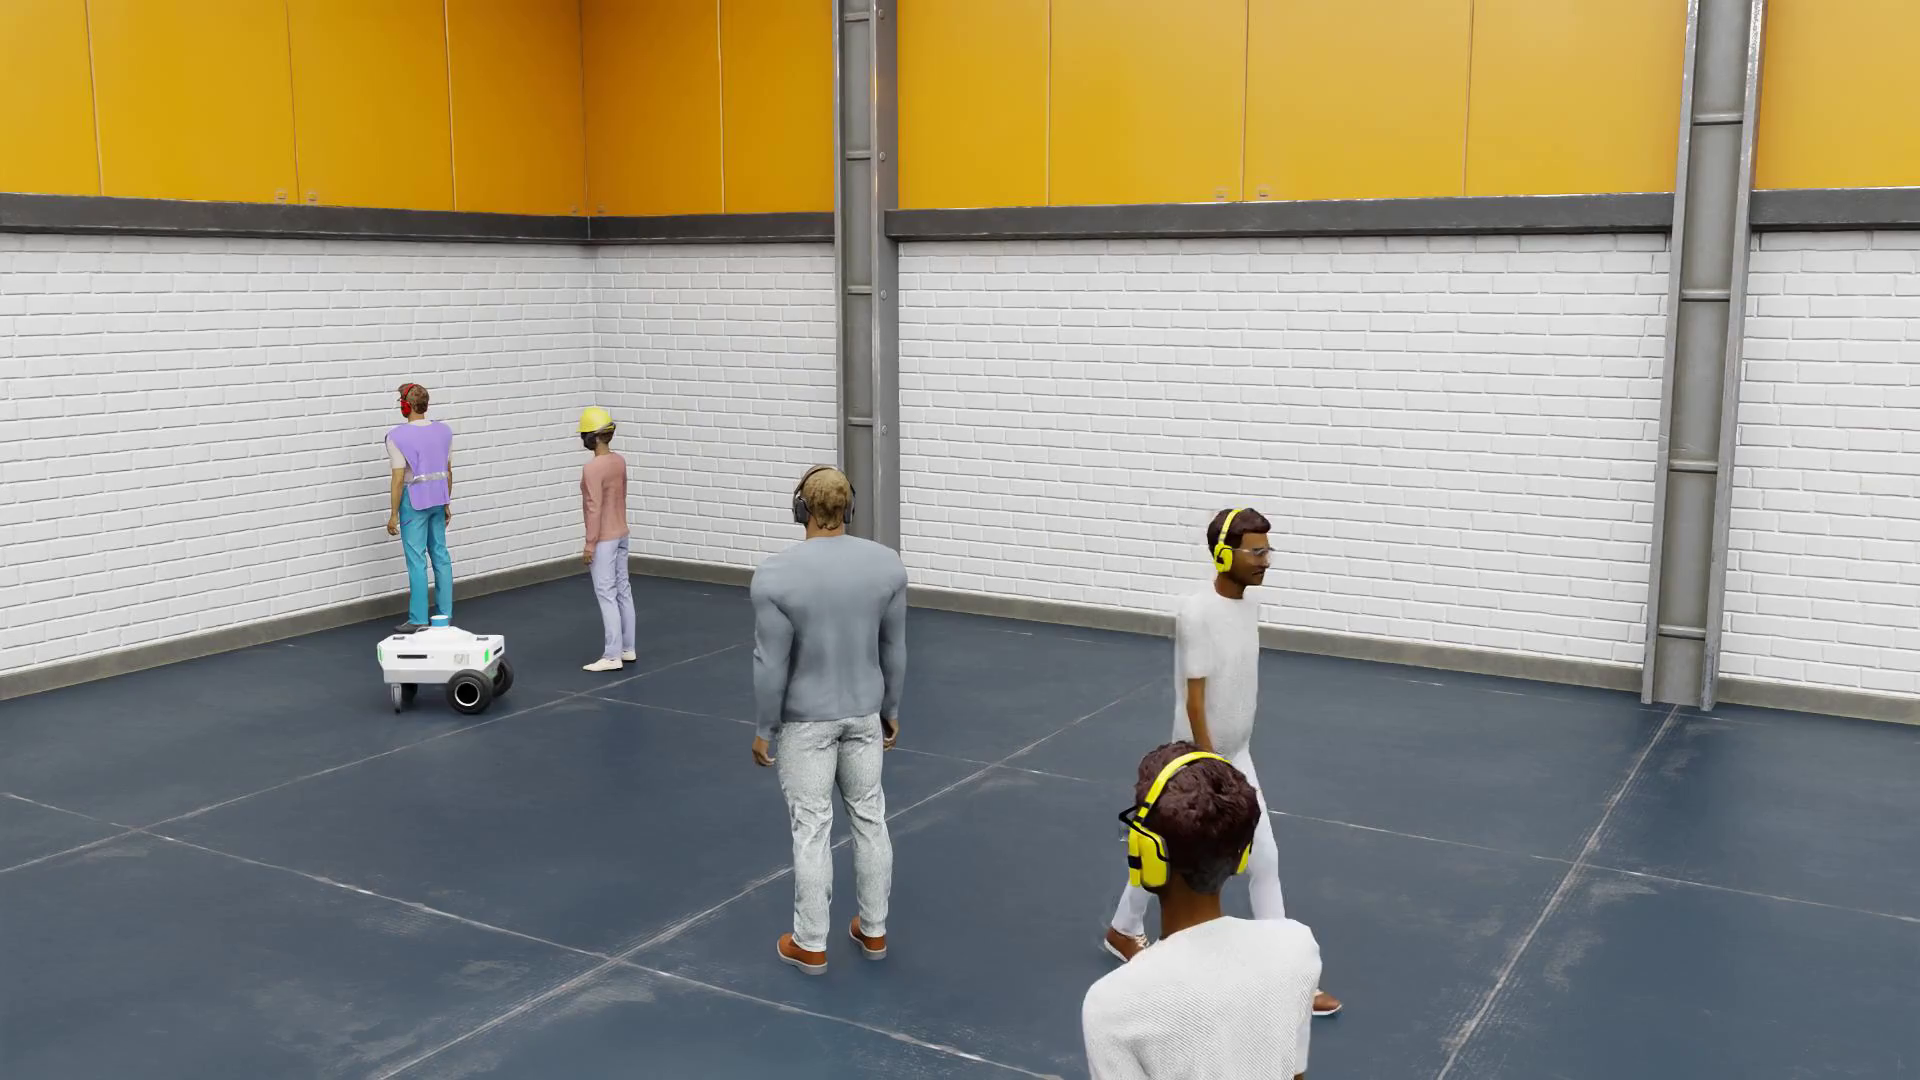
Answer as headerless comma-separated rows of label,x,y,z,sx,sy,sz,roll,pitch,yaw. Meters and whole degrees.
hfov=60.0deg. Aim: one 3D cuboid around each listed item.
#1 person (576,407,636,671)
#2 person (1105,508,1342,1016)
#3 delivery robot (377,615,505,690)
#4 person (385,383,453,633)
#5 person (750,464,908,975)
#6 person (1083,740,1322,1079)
person,-2.388,-0.004,11.107,0.329,1.765,0.533,2,9,13
person,0.919,0.778,6.074,0.518,1.825,0.968,-9,13,-43
delivery robot,-3.168,0.704,10.160,0.707,0.478,0.477,0,9,2
person,-3.963,-0.228,12.258,0.390,1.843,0.565,5,10,29
person,-0.498,0.676,6.316,0.627,1.941,0.371,-5,10,-28
person,0.388,1.262,2.869,0.519,1.874,0.331,-6,11,-34
